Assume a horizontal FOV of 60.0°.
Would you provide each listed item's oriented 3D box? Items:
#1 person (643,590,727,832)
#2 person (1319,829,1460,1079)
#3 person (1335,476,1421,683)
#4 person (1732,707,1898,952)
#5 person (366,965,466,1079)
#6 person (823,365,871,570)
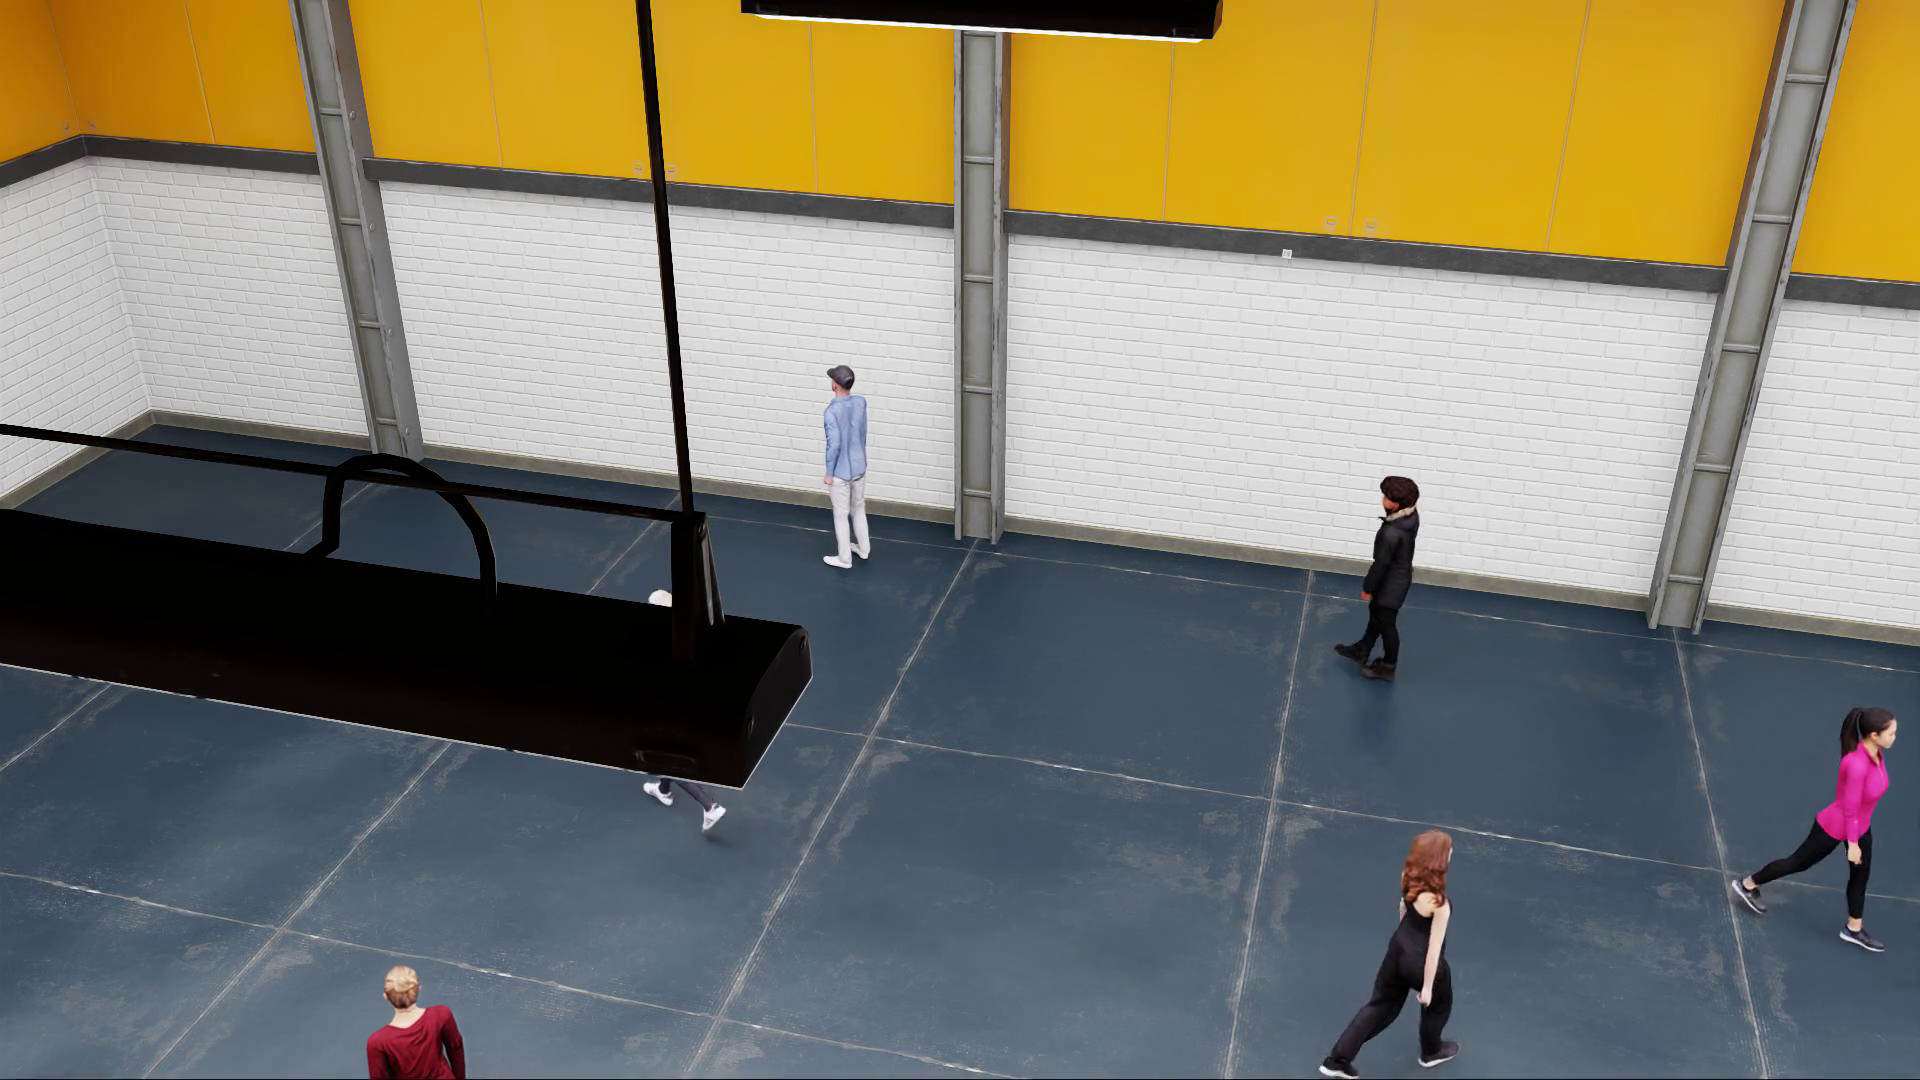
[{"bbox_3d":[-1.922,1.171,11.201,1.157,1.783,0.863,17,33,29],"label":"person"},{"bbox_3d":[2.409,2.329,9.153,1.187,1.710,1.025,-10,30,-18],"label":"person"},{"bbox_3d":[3.379,0.328,12.767,0.867,1.763,0.763,16,32,27],"label":"person"},{"bbox_3d":[5.344,1.746,10.284,0.981,1.660,1.206,-25,37,-38],"label":"person"},{"bbox_3d":[-2.681,2.788,8.322,0.693,1.700,0.717,-20,35,-32],"label":"person"},{"bbox_3d":[-0.987,-0.640,14.410,0.730,1.888,0.737,23,36,36],"label":"person"}]
